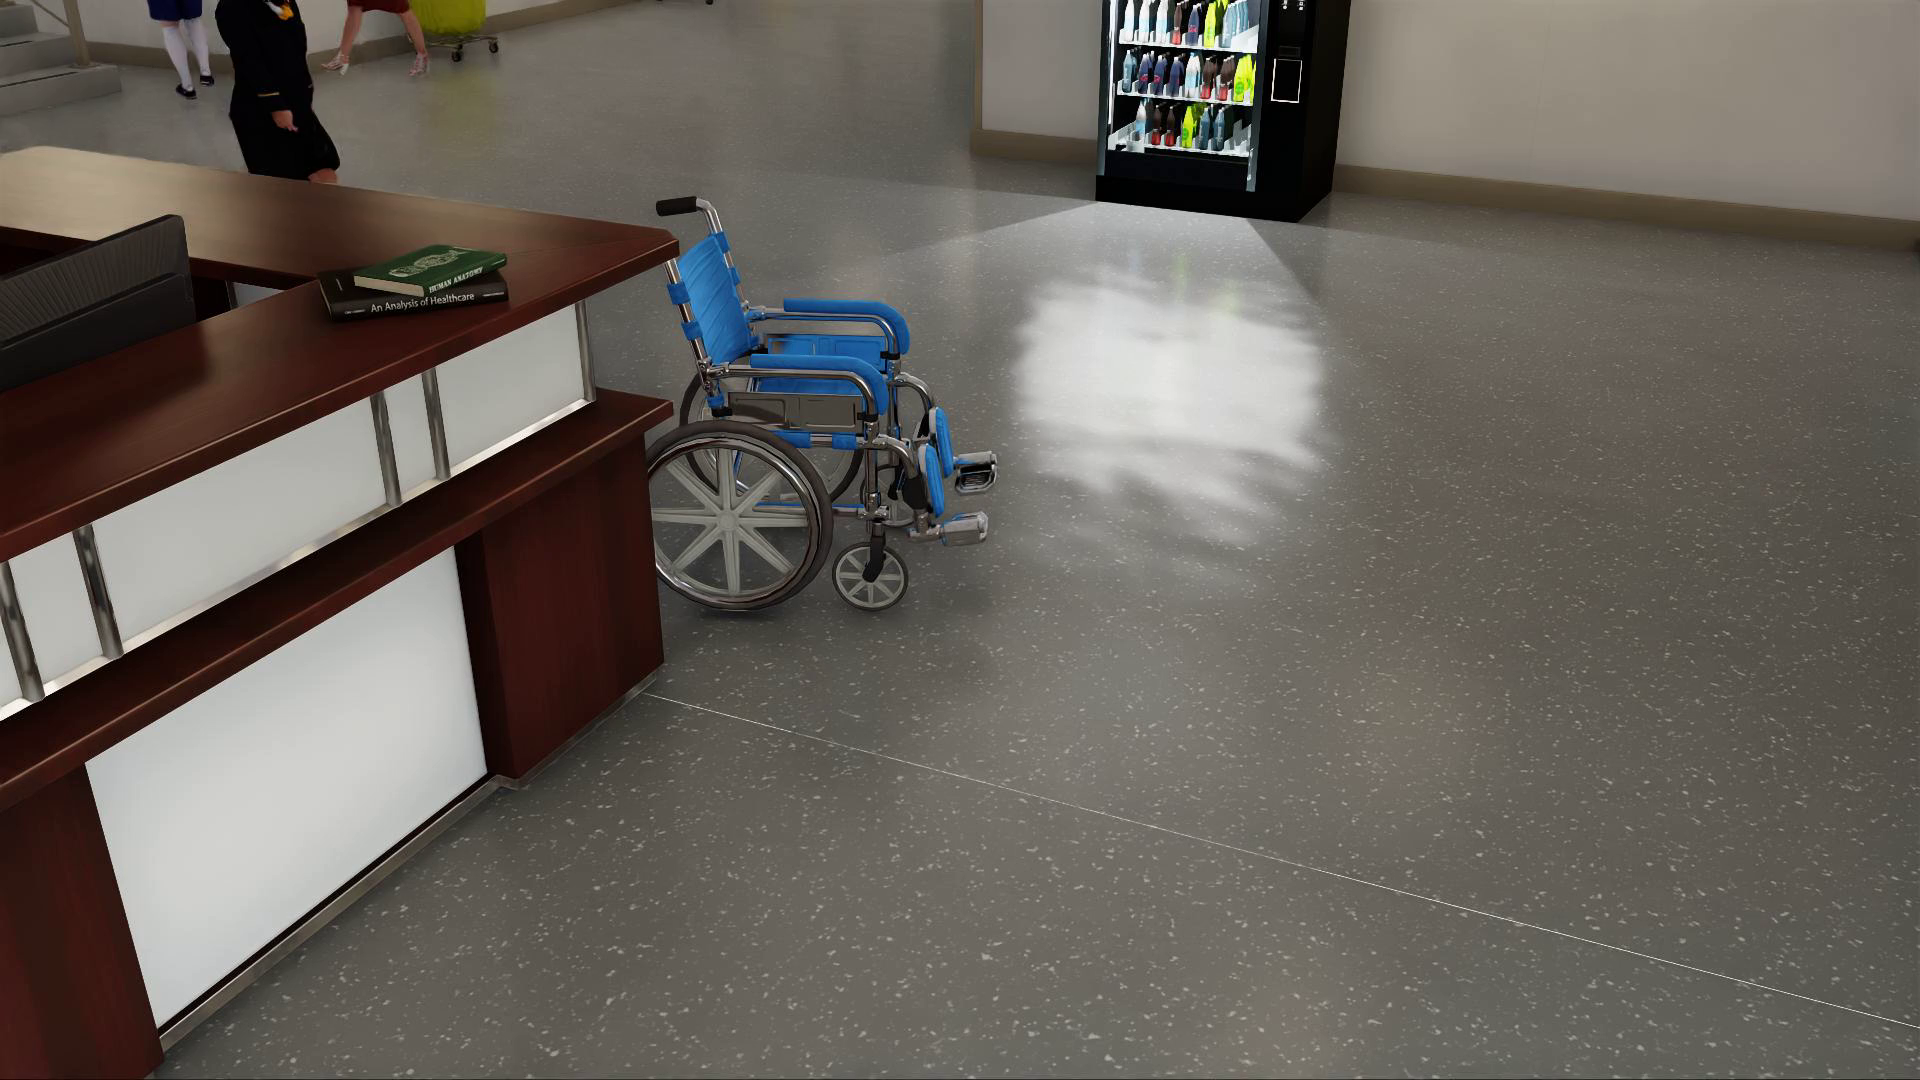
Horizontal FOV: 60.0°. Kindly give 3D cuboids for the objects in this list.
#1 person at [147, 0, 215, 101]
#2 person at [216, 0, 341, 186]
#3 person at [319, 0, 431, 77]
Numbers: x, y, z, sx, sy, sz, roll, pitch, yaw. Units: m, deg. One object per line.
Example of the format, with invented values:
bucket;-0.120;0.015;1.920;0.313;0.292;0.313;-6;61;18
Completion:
person;-5.816;-4.182;12.253;0.782;1.824;0.795;-19;31;-33
person;-3.367;-2.050;8.041;0.847;1.642;0.722;9;27;17
person;-4.442;-4.450;12.947;1.053;1.706;1.109;-16;30;-30
